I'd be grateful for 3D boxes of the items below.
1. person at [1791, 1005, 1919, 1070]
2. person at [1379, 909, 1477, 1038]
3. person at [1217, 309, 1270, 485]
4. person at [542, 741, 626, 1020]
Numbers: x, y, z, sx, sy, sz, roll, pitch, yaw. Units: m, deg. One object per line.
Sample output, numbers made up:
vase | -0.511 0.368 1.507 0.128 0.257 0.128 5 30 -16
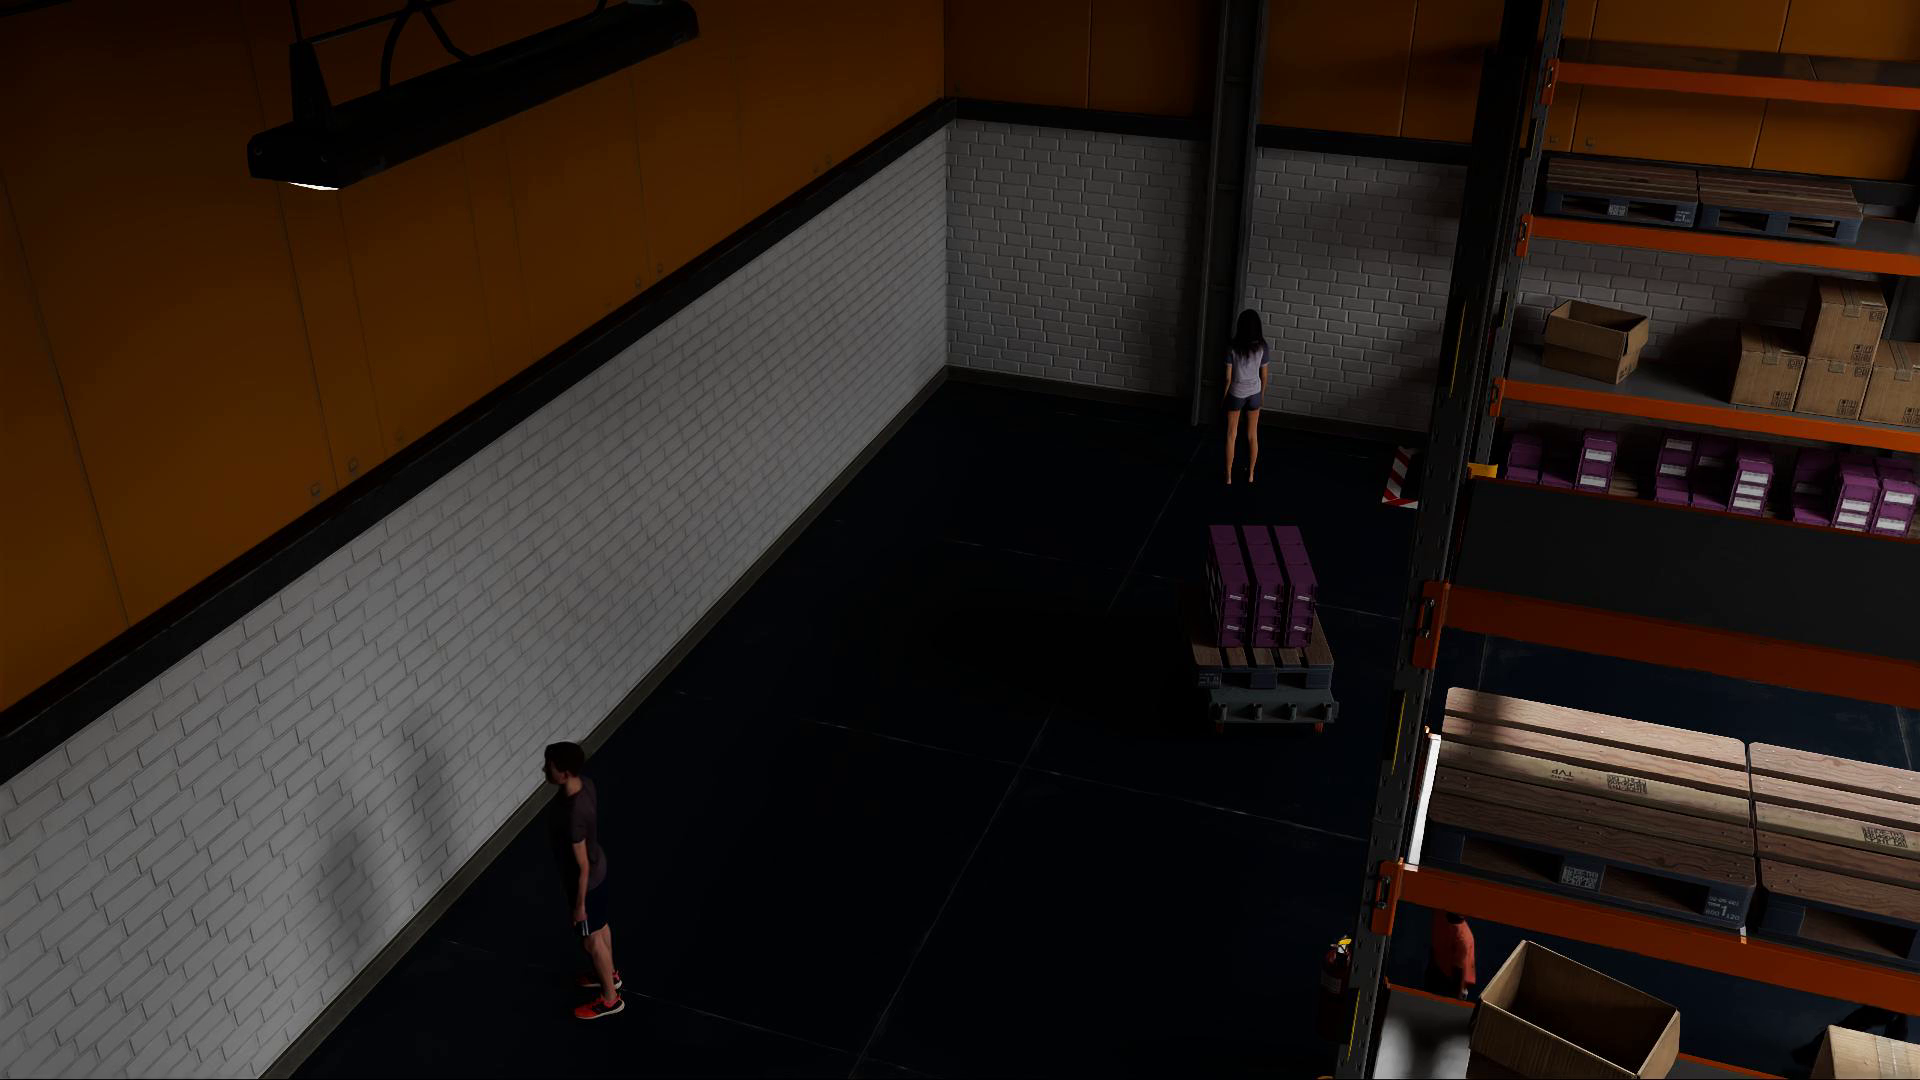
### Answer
person | 5.023 2.251 8.977 1.187 1.741 0.913 -1 29 -3
person | 2.619 2.414 9.140 0.828 1.300 0.676 -3 29 -6
person | 2.649 -1.344 15.574 0.597 1.734 0.718 -3 29 -6
person | -2.137 1.922 9.464 0.723 1.852 0.737 -5 29 -8
